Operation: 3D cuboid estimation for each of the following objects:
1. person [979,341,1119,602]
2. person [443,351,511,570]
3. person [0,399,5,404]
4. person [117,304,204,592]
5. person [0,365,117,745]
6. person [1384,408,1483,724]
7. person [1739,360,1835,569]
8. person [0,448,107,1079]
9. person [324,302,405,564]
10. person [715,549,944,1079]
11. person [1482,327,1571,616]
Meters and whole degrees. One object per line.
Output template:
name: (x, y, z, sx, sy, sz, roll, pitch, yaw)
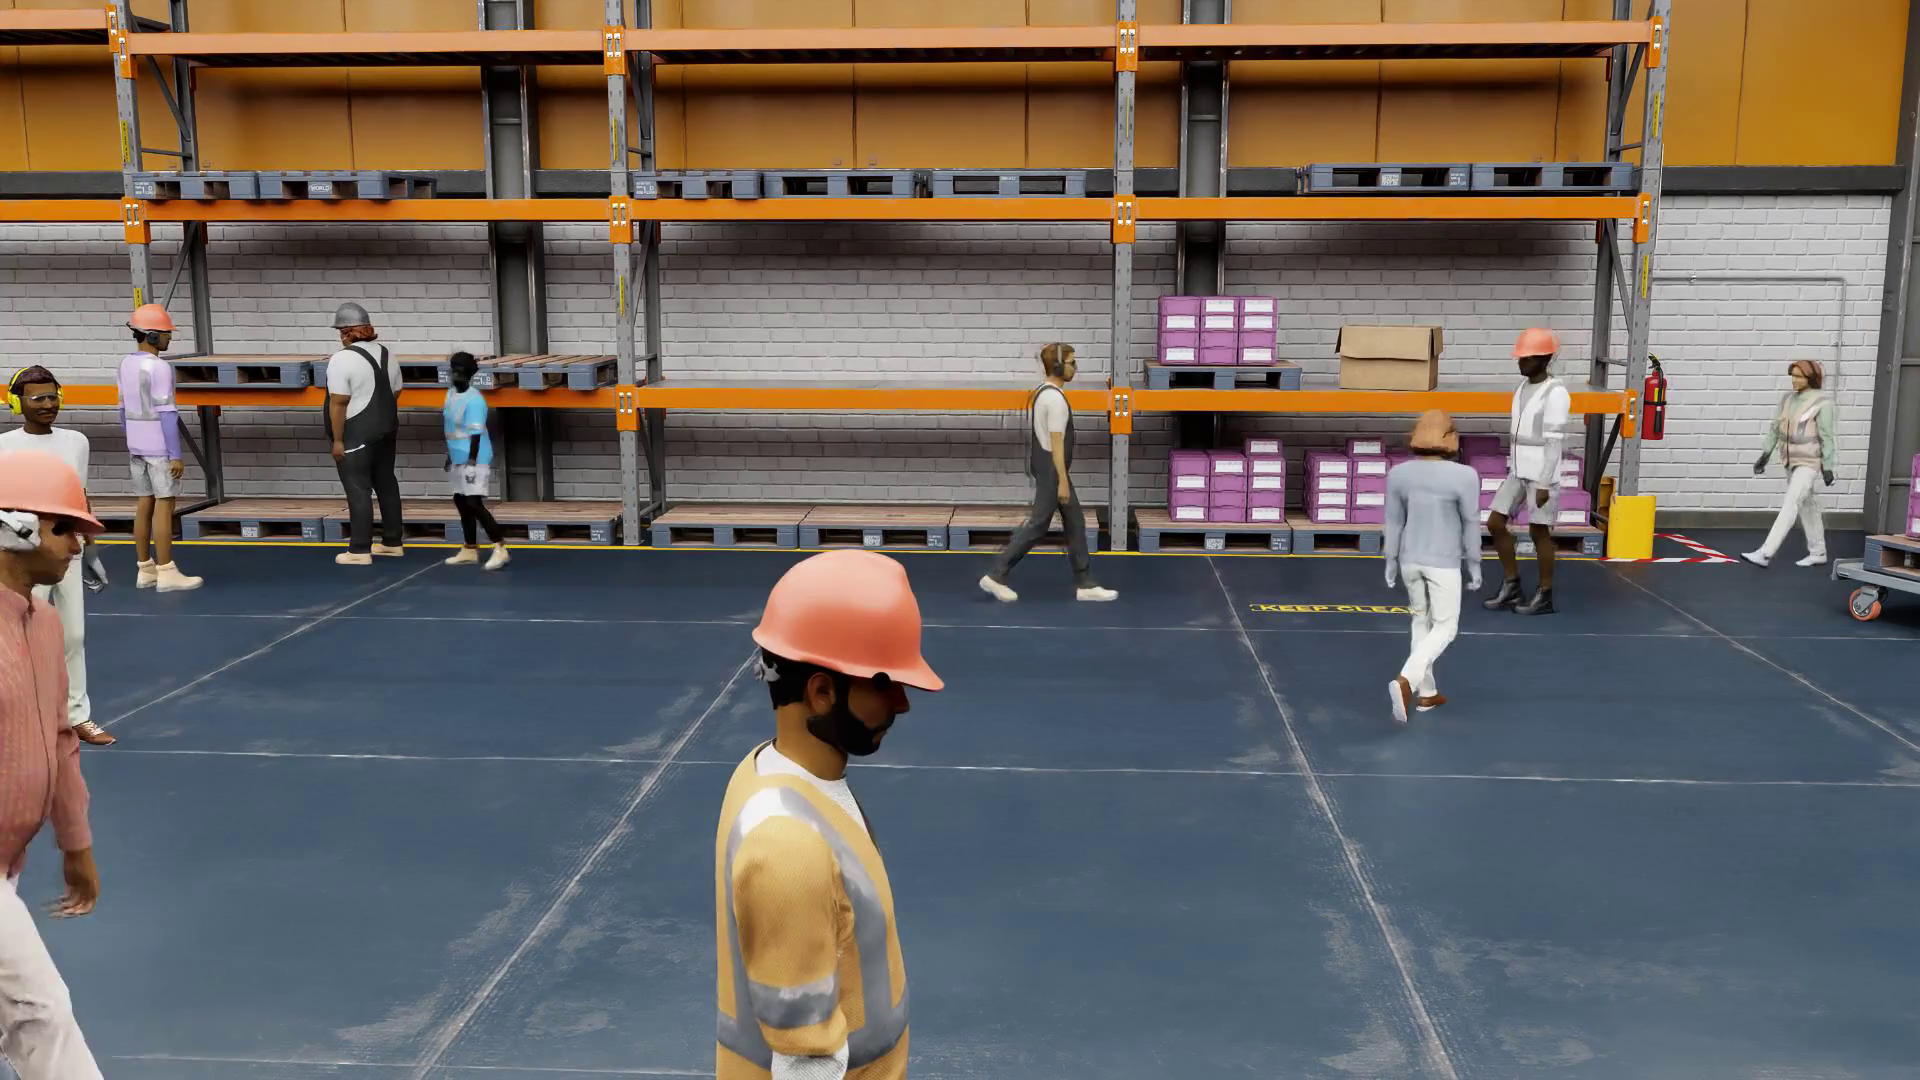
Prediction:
person: (0.594, -0.454, 11.378, 0.945, 1.810, 0.516, 0, 10, 0)
person: (-3.720, -0.594, 12.654, 0.367, 1.659, 0.588, -7, 12, -35)
person: (-5.332, -0.045, 9.143, 0.663, 1.742, 0.544, -2, 10, -10)
person: (-5.724, -0.658, 11.882, 0.613, 2.041, 0.393, 7, 12, 37)
person: (-4.343, 0.102, 7.942, 0.328, 1.872, 0.510, 6, 11, 30)
person: (2.381, 0.132, 8.515, 0.682, 1.613, 0.502, -9, 13, -43)
person: (6.306, -0.560, 12.619, 0.868, 1.594, 0.522, -1, 10, -8)
person: (-2.244, 0.761, 3.925, 0.986, 1.920, 0.679, -2, 10, -9)
person: (-4.686, -0.844, 12.978, 0.536, 2.000, 0.683, 4, 10, 21)
person: (-0.211, 0.968, 2.705, 0.372, 1.928, 0.543, -1, 10, -8)
person: (3.715, -0.438, 10.968, 0.612, 1.914, 0.571, -3, 10, -15)
